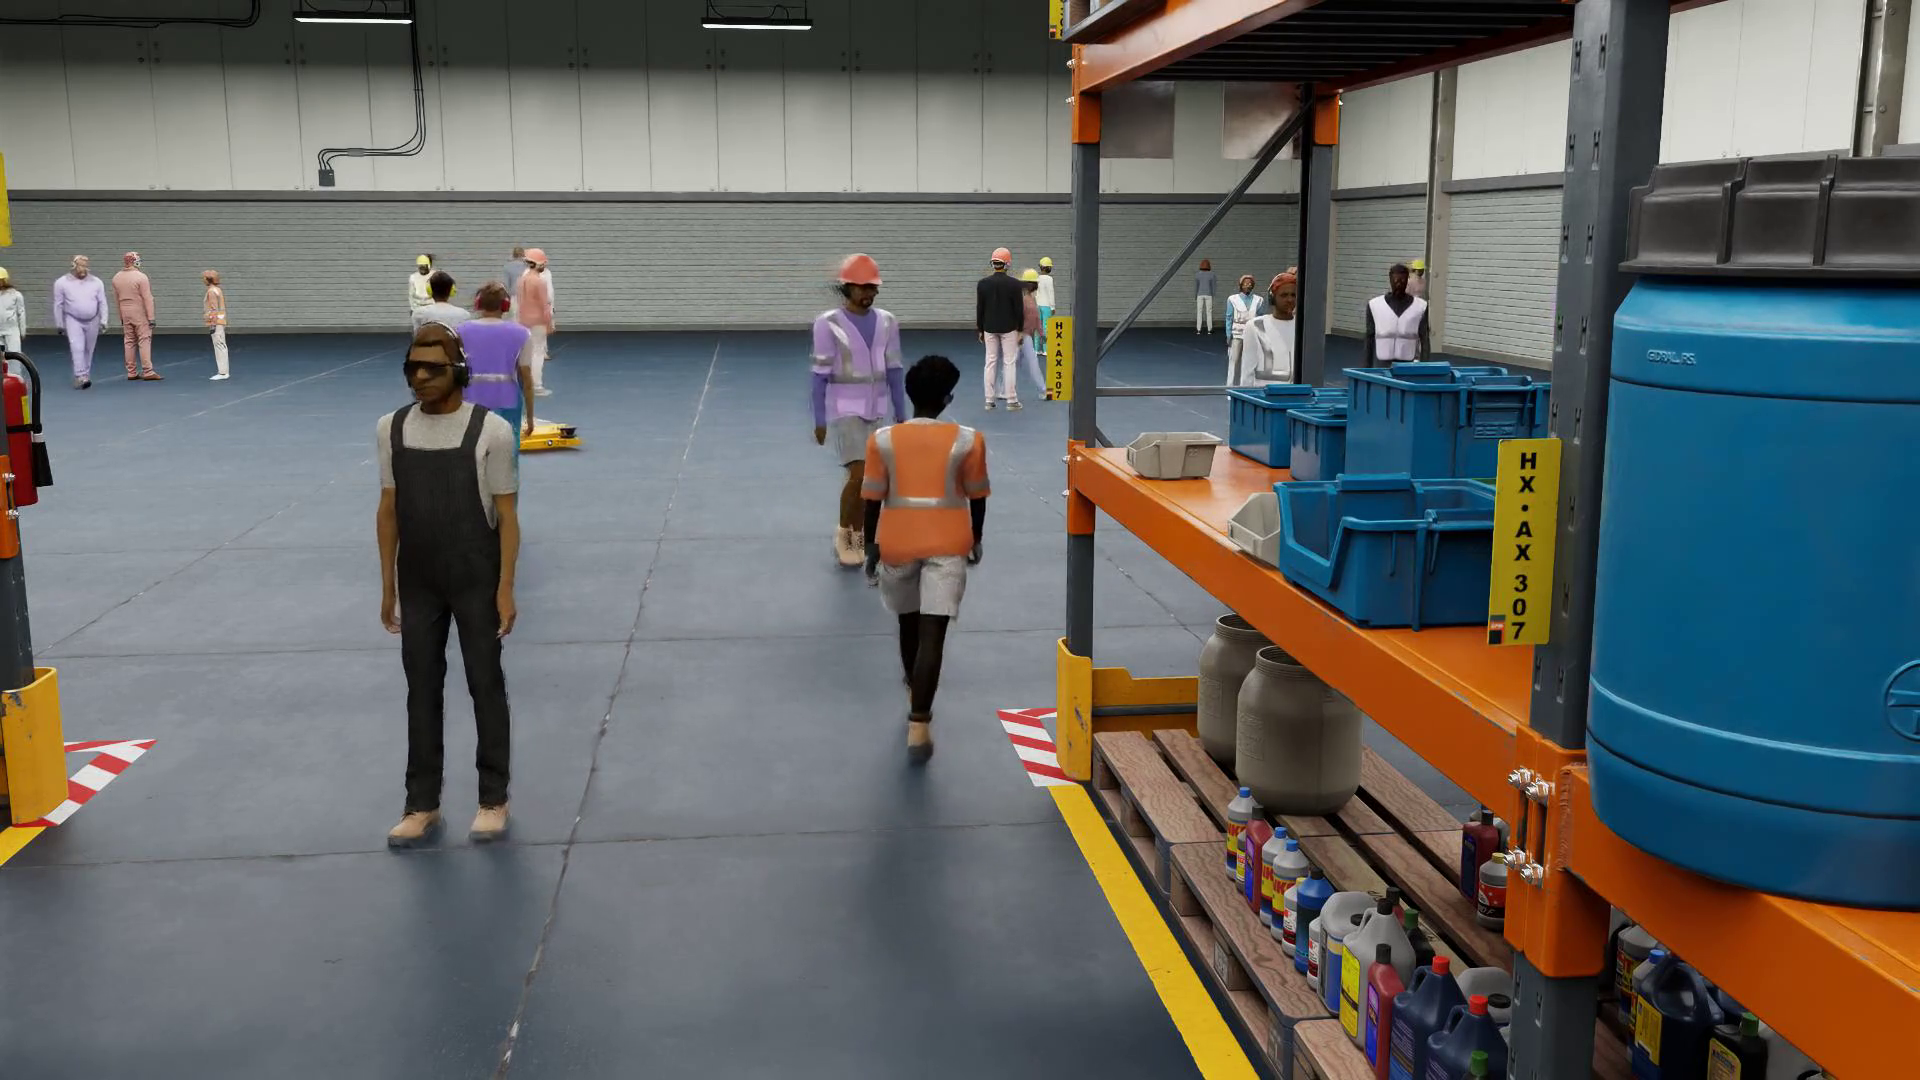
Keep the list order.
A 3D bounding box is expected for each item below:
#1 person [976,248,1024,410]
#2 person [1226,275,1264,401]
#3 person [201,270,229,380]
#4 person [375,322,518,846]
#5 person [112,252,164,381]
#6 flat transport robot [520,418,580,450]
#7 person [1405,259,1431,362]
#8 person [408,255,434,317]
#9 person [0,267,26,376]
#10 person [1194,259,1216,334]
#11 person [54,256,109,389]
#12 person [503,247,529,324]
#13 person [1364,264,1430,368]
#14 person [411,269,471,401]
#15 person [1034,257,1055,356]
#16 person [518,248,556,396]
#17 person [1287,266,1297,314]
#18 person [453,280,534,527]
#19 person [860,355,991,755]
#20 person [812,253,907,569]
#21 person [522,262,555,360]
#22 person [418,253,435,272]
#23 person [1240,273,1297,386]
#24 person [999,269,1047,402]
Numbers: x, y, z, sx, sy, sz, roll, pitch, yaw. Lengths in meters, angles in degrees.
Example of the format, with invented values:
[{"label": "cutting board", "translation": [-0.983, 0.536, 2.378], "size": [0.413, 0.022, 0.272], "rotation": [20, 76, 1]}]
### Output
[{"label": "person", "translation": [0.504, -2.596, 20.526], "size": [0.611, 1.996, 0.379], "rotation": [4, 11, 20]}, {"label": "person", "translation": [3.713, -2.638, 21.732], "size": [0.516, 1.641, 0.313], "rotation": [-2, 10, -9]}, {"label": "person", "translation": [-11.135, -3.211, 24.883], "size": [0.309, 1.636, 0.522], "rotation": [-3, 11, -16]}, {"label": "person", "translation": [-1.807, 0.175, 5.825], "size": [0.519, 1.845, 0.480], "rotation": [1, 10, 4]}, {"label": "person", "translation": [-12.246, -3.325, 24.769], "size": [0.643, 1.909, 0.409], "rotation": [3, 11, 17]}, {"label": "flat transport robot", "translation": [-4.535, -1.110, 17.112], "size": [0.652, 0.197, 1.431], "rotation": [-8, 13, -38]}, {"label": "person", "translation": [7.766, -3.886, 28.238], "size": [0.556, 1.752, 0.357], "rotation": [-6, 12, -30]}, {"label": "person", "translation": [-9.466, -4.147, 29.527], "size": [0.599, 1.822, 0.421], "rotation": [0, 10, -1]}, {"label": "person", "translation": [-12.846, -2.784, 22.316], "size": [0.494, 1.722, 0.742], "rotation": [-3, 11, -15]}, {"label": "person", "translation": [5.387, -5.348, 36.603], "size": [0.499, 1.634, 0.279], "rotation": [3, 11, 15]}, {"label": "person", "translation": [-12.326, -3.047, 23.394], "size": [0.654, 1.846, 1.017], "rotation": [-9, 14, -40]}, {"label": "person", "translation": [-8.539, -4.722, 32.343], "size": [0.633, 1.936, 0.353], "rotation": [-3, 11, -16]}, {"label": "person", "translation": [4.257, -1.748, 16.228], "size": [0.606, 1.877, 0.984], "rotation": [1, 10, 7]}, {"label": "person", "translation": [-4.426, -1.386, 14.264], "size": [0.526, 1.860, 0.584], "rotation": [-6, 12, -30]}, {"label": "person", "translation": [1.525, -4.173, 29.806], "size": [0.316, 1.769, 0.525], "rotation": [-7, 13, -34]}, {"label": "person", "translation": [-5.660, -2.911, 22.319], "size": [0.424, 1.979, 0.621], "rotation": [-9, 14, -40]}, {"label": "person", "translation": [5.522, -3.730, 27.720], "size": [0.308, 1.641, 0.511], "rotation": [6, 12, 30]}, {"label": "person", "translation": [-3.326, -0.932, 11.871], "size": [0.579, 1.823, 0.668], "rotation": [-2, 10, -9]}, {"label": "person", "translation": [-0.142, 0.038, 7.067], "size": [0.535, 1.632, 0.938], "rotation": [2, 10, 9]}, {"label": "person", "translation": [-0.618, -0.812, 10.683], "size": [0.610, 2.025, 0.544], "rotation": [-9, 13, -39]}, {"label": "person", "translation": [-7.335, -4.070, 28.878], "size": [0.581, 1.895, 0.655], "rotation": [5, 12, 27]}, {"label": "person", "translation": [-9.821, -4.450, 31.148], "size": [0.823, 1.836, 0.530], "rotation": [-1, 10, -8]}, {"label": "person", "translation": [2.230, -0.918, 11.635], "size": [0.584, 1.882, 0.337], "rotation": [-3, 11, -16]}, {"label": "person", "translation": [0.911, -2.648, 21.605], "size": [0.944, 1.713, 0.537], "rotation": [3, 11, 18]}]
